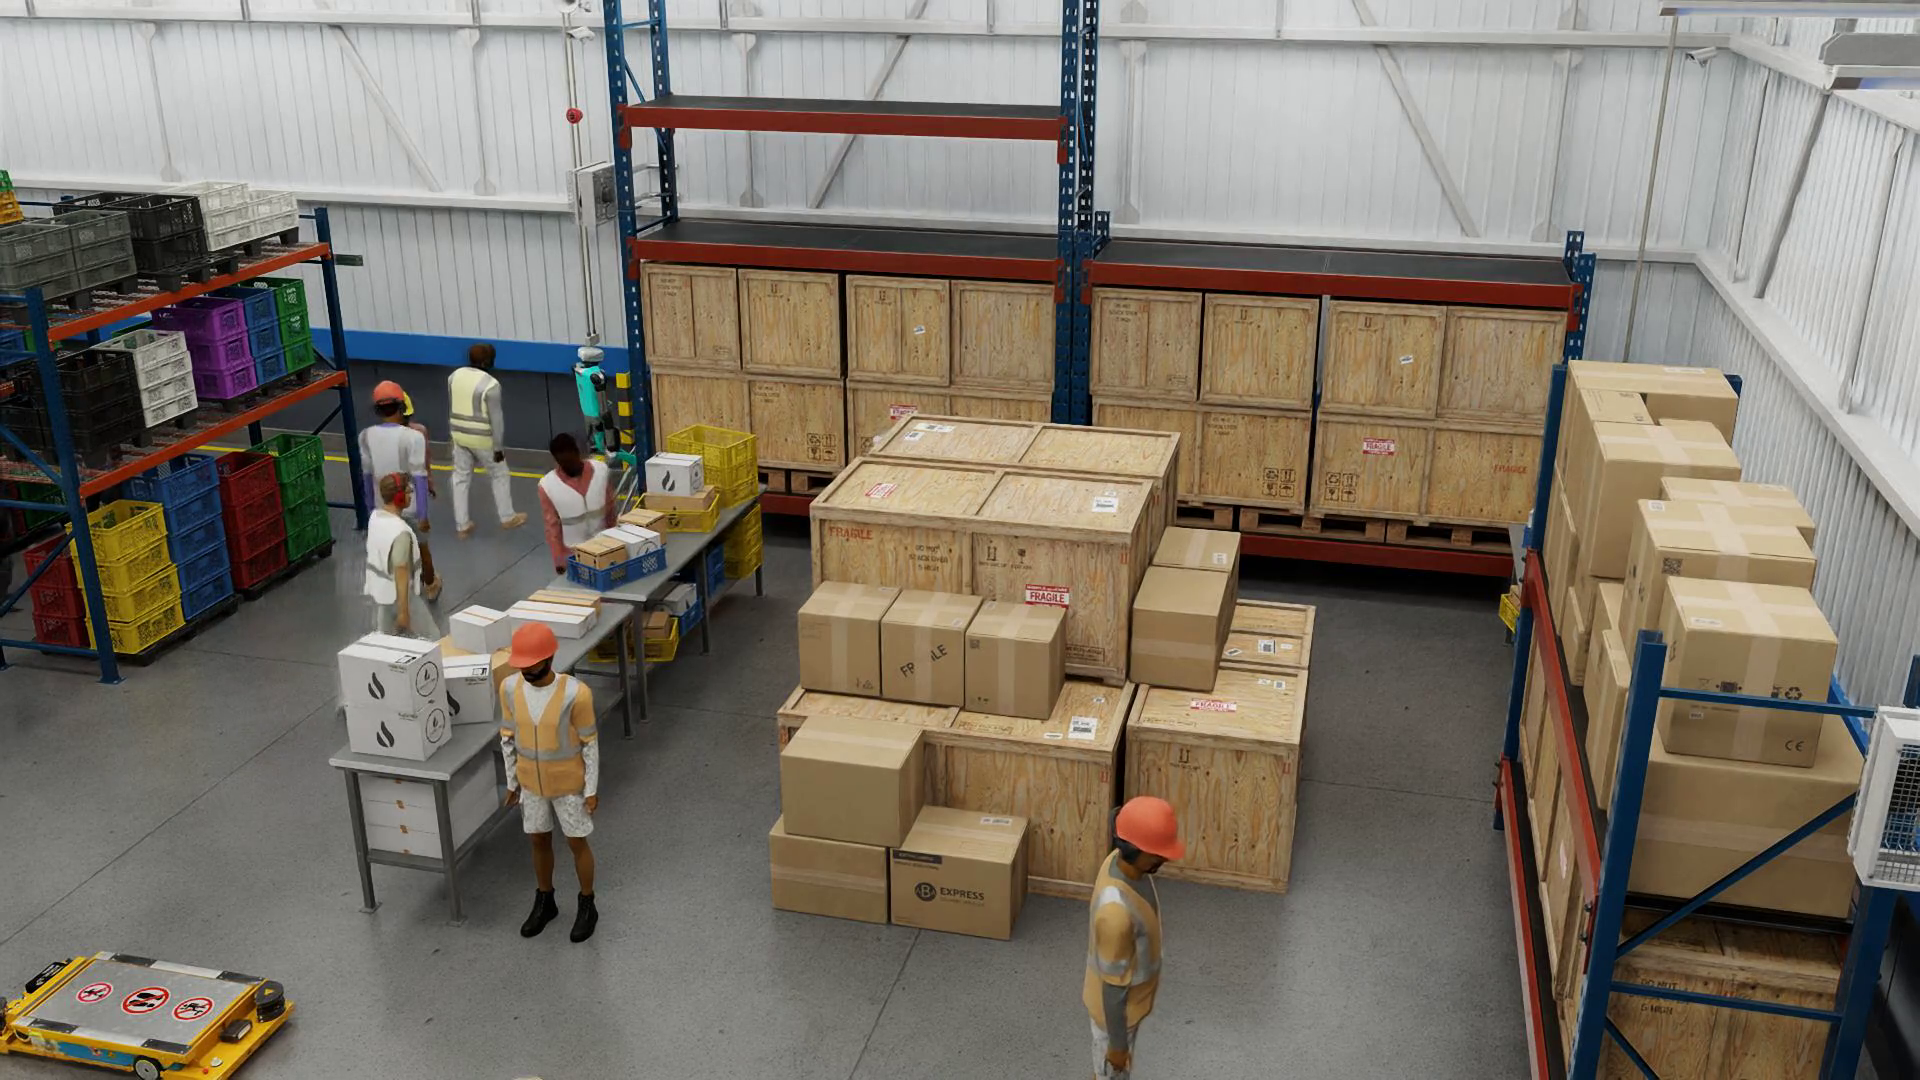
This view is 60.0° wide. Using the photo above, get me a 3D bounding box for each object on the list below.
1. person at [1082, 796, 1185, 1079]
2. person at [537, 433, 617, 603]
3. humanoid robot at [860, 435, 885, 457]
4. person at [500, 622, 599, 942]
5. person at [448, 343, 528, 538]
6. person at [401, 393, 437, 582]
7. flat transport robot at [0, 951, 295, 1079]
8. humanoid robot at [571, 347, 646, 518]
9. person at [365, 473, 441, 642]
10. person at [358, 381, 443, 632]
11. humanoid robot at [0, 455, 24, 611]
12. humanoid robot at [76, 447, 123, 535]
[{"bbox_3d":[0.745,2.022,7.293,0.405,2.031,0.607,4,21,11],"label":"person"},{"bbox_3d":[-2.838,0.027,12.738,0.771,1.874,0.384,-20,28,-41],"label":"person"},{"bbox_3d":[-0.395,-0.044,13.145,0.544,1.750,1.030,17,27,38],"label":"humanoid robot"},{"bbox_3d":[-2.269,1.340,9.203,0.549,1.935,0.373,4,21,11],"label":"person"},{"bbox_3d":[-4.407,-0.913,15.311,0.627,1.798,0.668,10,23,25],"label":"person"},{"bbox_3d":[-4.644,-0.401,13.999,0.328,1.765,0.532,16,26,35],"label":"person"},{"bbox_3d":[-4.270,2.464,8.601,1.431,0.231,0.659,5,22,13],"label":"flat transport robot"},{"bbox_3d":[-3.168,-1.007,15.436,0.735,1.677,0.533,-15,25,-34],"label":"humanoid robot"},{"bbox_3d":[-4.031,0.397,11.880,0.934,1.798,0.569,-18,27,-39],"label":"person"},{"bbox_3d":[-4.518,-0.289,13.410,0.622,1.974,1.038,5,21,12],"label":"person"},{"bbox_3d":[-8.070,-0.205,13.649,0.609,1.640,0.471,2,21,5],"label":"humanoid robot"},{"bbox_3d":[-7.479,-0.506,14.381,0.589,1.650,0.352,7,22,19],"label":"humanoid robot"}]
